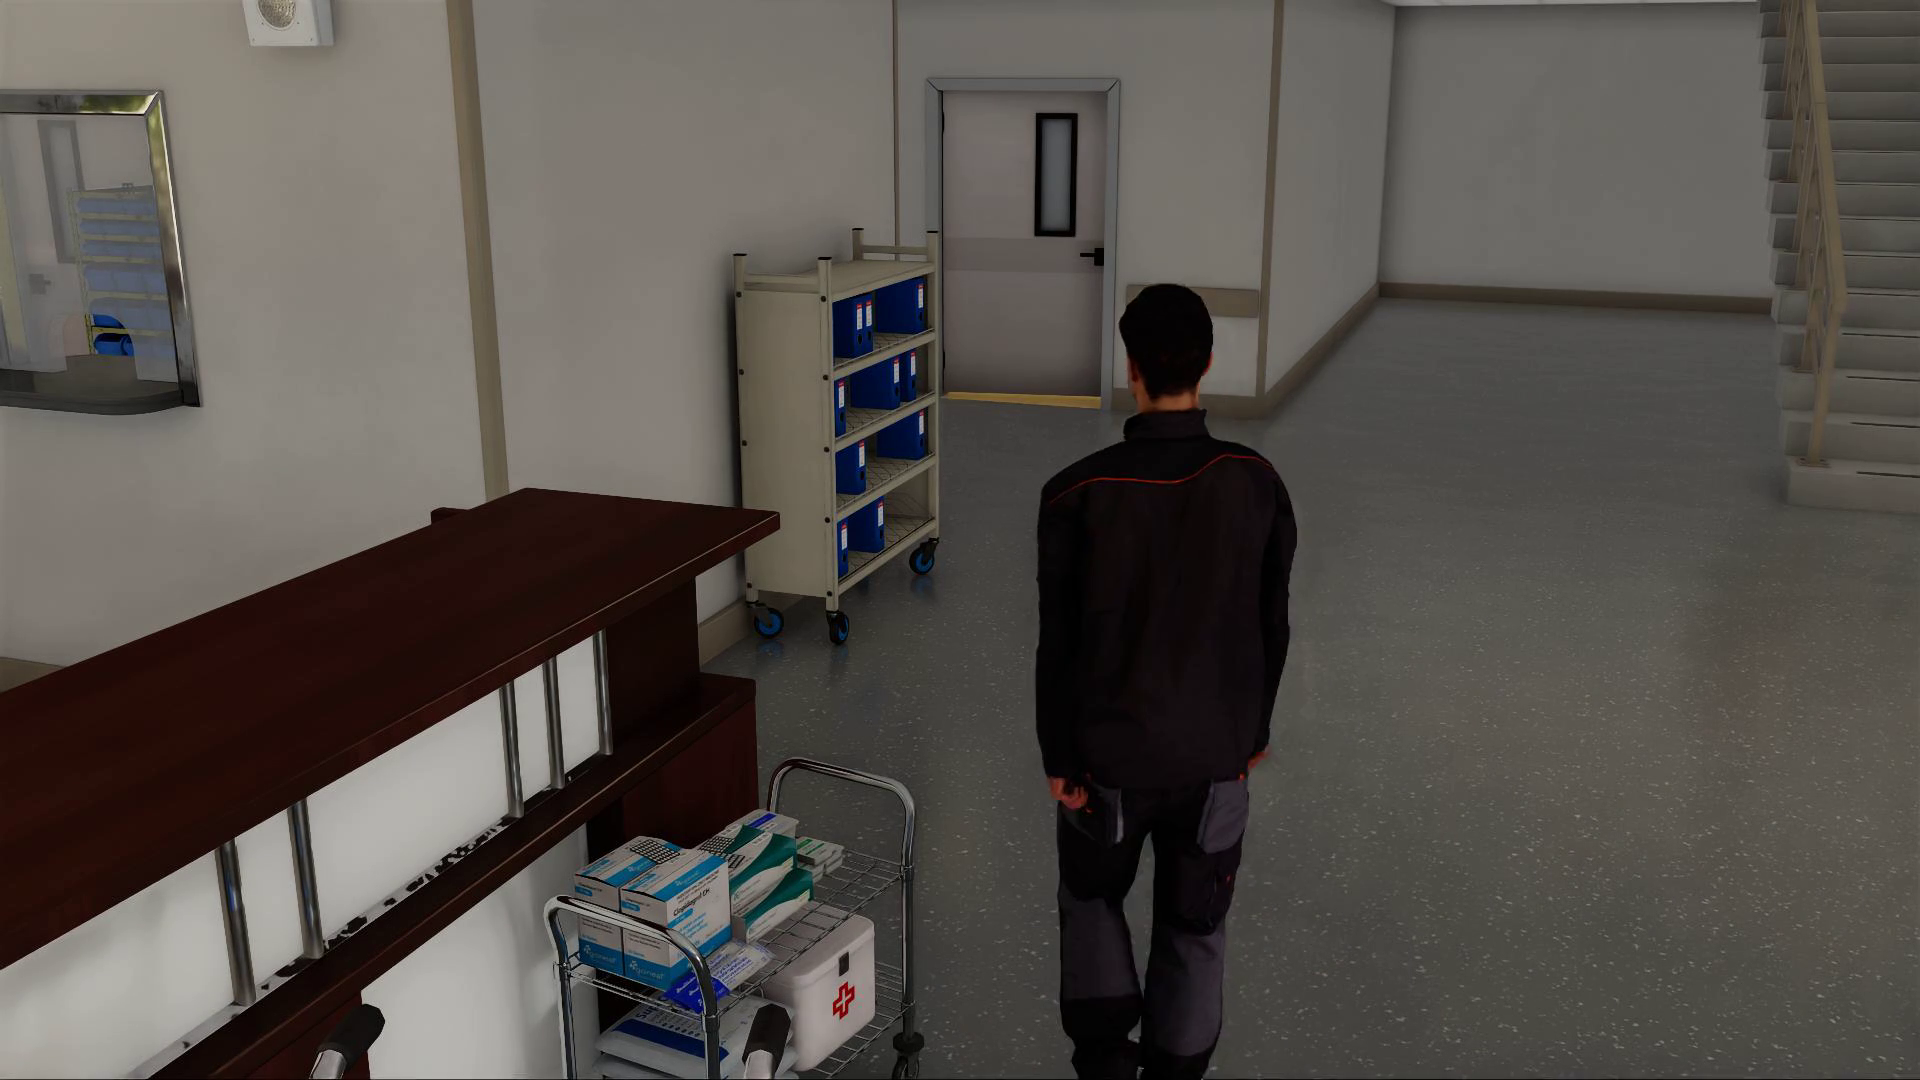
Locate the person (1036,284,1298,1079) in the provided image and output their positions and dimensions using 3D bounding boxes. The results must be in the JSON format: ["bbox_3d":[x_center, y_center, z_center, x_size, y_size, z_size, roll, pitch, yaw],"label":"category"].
[{"bbox_3d":[0.437,0.454,3.465,0.810,1.930,0.828,0,16,-1],"label":"person"}]
